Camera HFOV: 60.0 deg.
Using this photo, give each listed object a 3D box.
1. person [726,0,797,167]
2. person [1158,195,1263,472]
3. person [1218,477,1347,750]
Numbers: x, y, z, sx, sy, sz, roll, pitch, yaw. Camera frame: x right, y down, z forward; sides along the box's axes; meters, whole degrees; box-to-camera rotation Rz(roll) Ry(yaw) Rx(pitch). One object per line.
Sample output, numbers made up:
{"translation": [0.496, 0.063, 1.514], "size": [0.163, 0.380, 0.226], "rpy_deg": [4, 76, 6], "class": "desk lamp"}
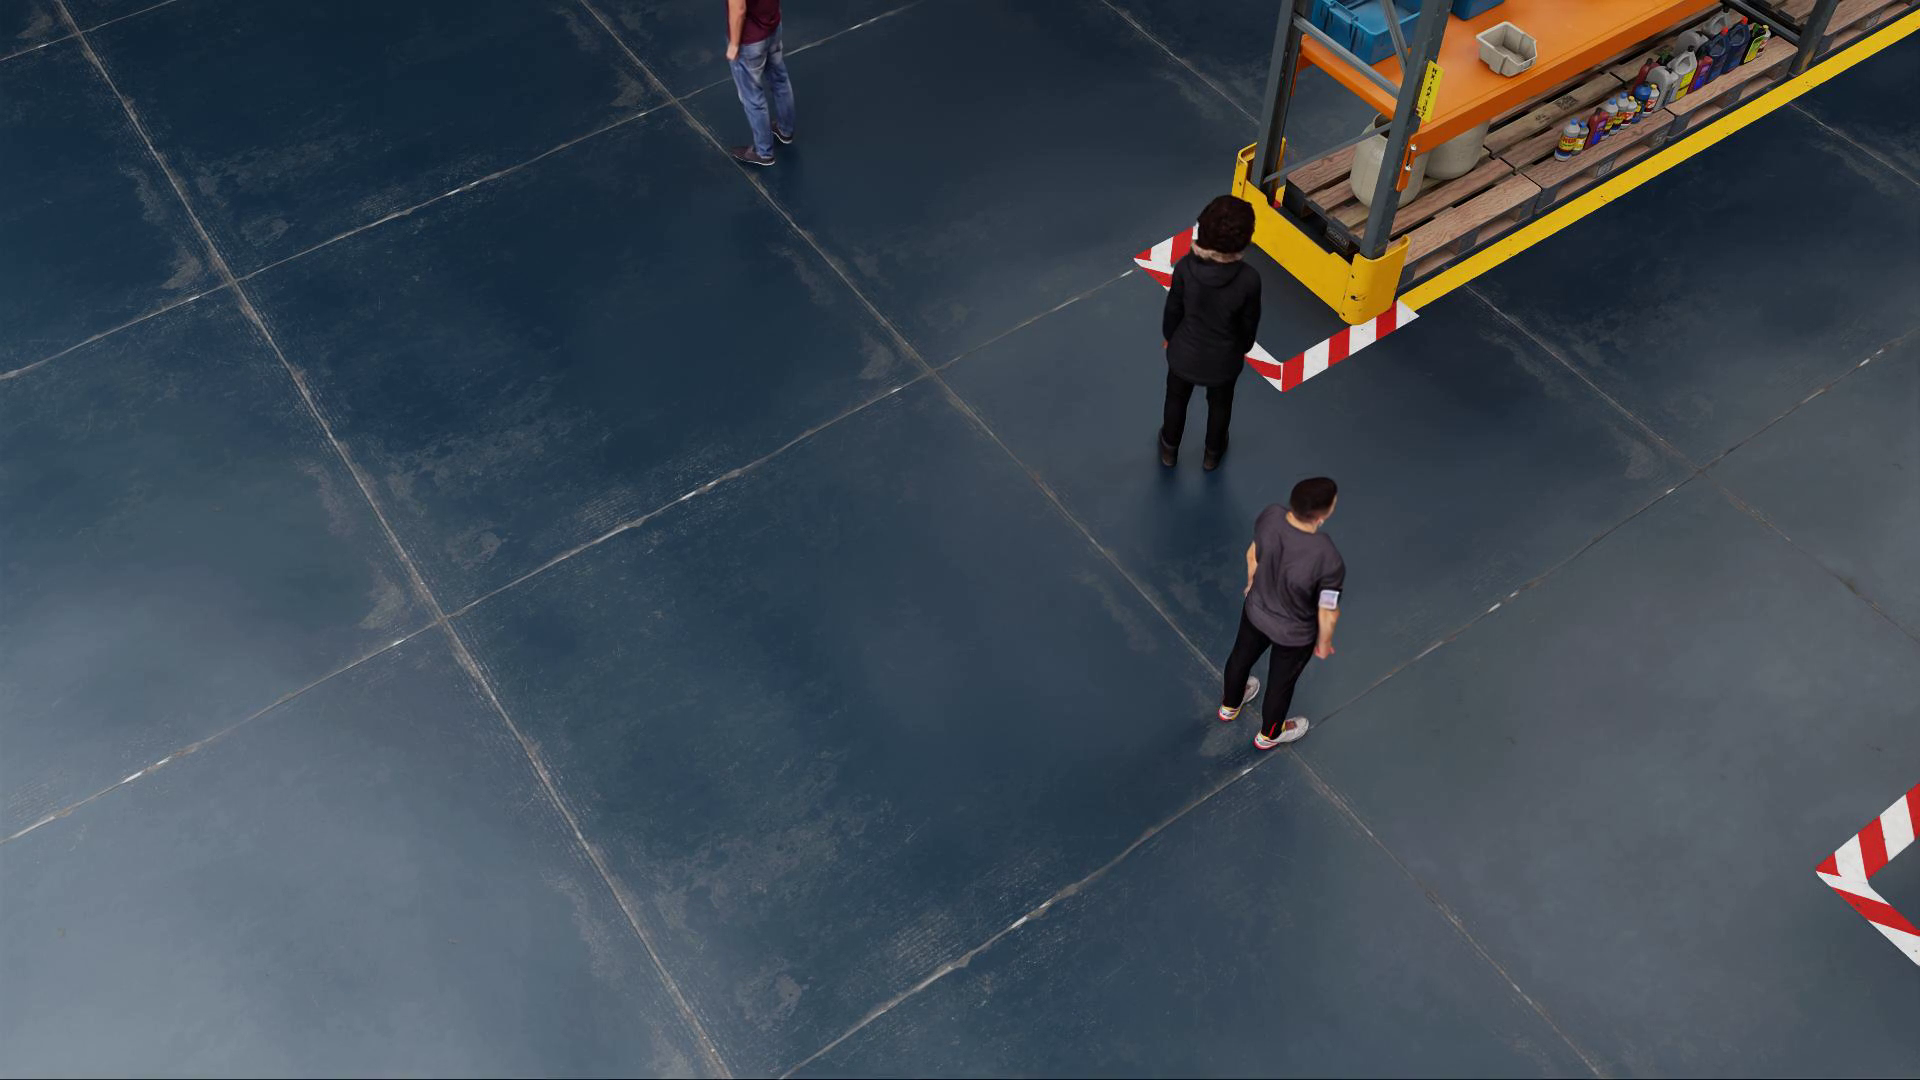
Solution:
{"translation": [-1.224, -3.081, 9.941], "size": [0.795, 1.854, 0.650], "rpy_deg": [25, 56, 18], "class": "person"}
{"translation": [1.248, -0.994, 8.373], "size": [0.735, 1.778, 0.790], "rpy_deg": [9, 53, 7], "class": "person"}
{"translation": [1.420, 0.324, 7.361], "size": [0.552, 1.763, 0.657], "rpy_deg": [-34, 59, -23], "class": "person"}
